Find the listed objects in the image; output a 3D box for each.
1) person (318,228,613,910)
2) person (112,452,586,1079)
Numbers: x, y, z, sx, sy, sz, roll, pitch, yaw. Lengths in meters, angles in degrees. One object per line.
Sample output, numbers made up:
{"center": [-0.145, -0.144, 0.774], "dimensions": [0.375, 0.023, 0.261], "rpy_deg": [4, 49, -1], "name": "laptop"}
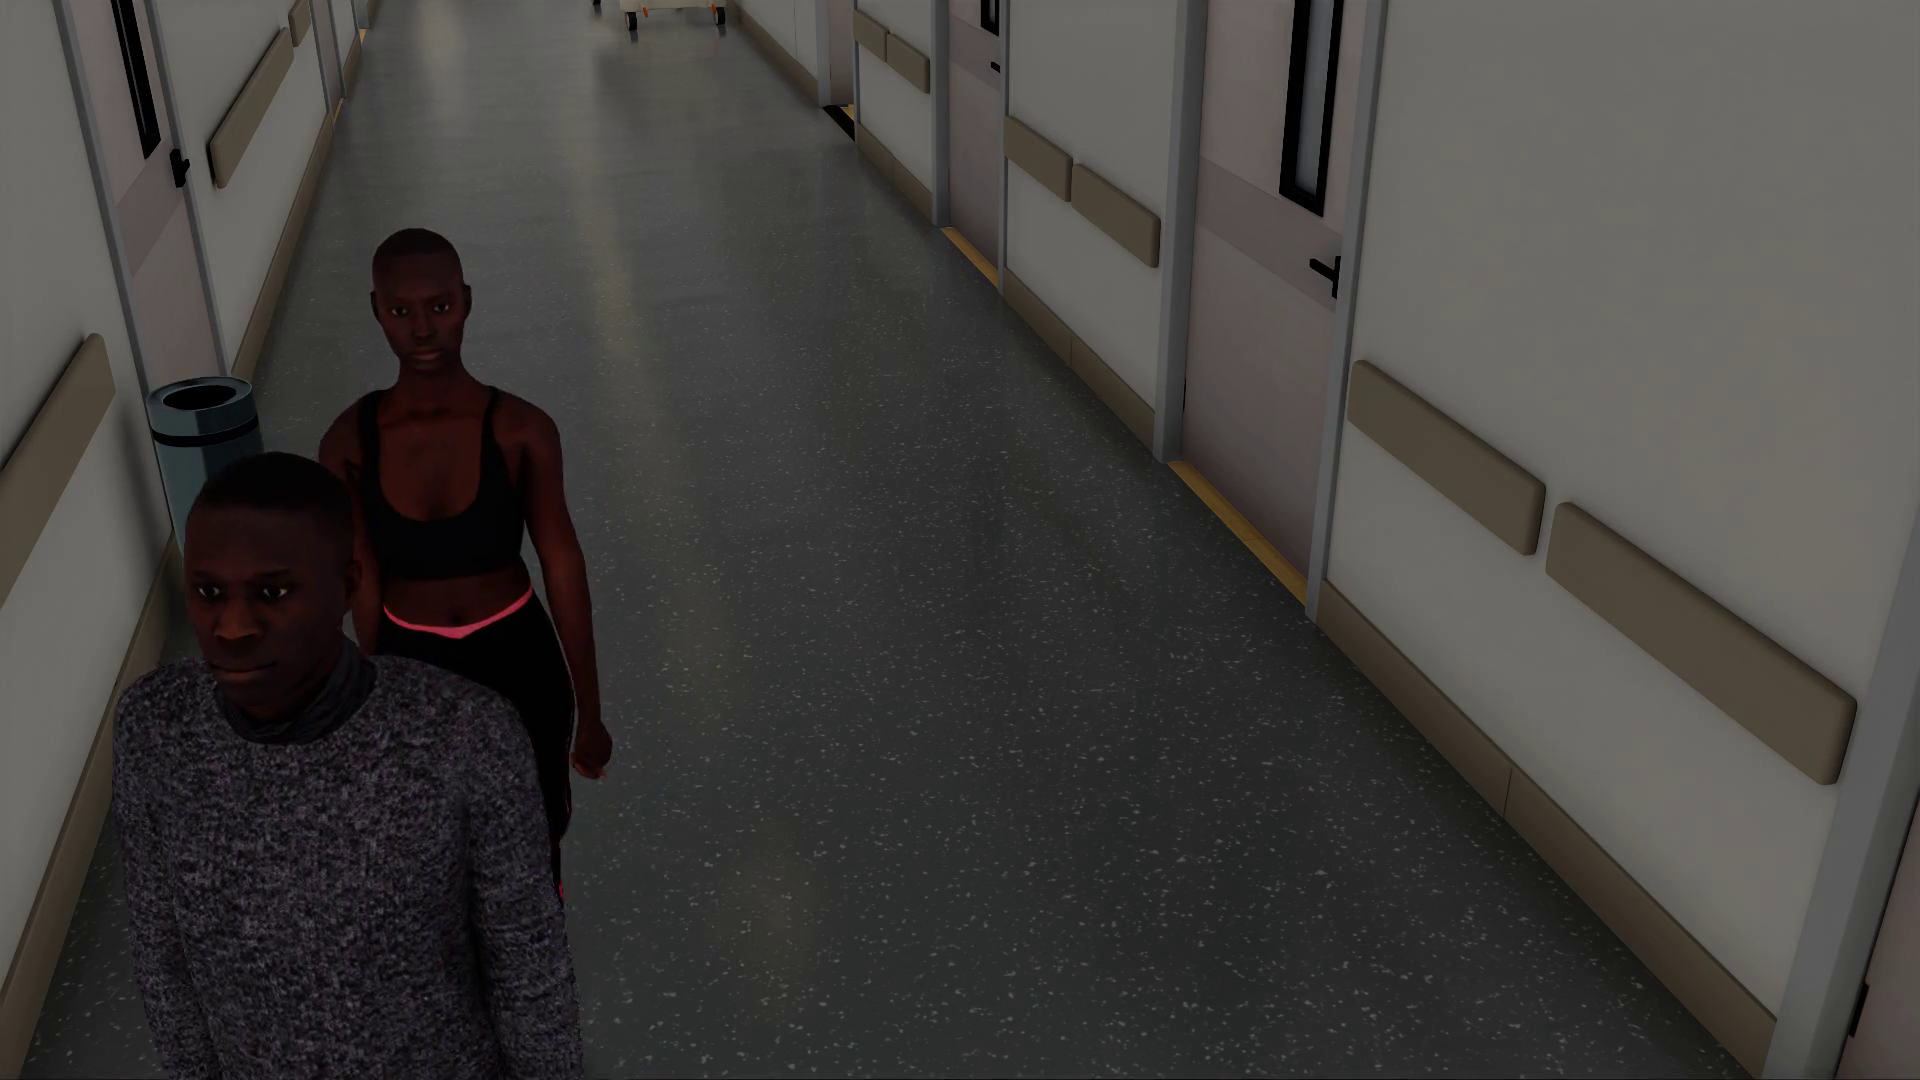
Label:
{"center": [-0.917, 0.258, 3.219], "dimensions": [1.105, 1.724, 0.690], "rpy_deg": [-6, 26, -12], "name": "person"}
{"center": [-0.710, 0.705, 2.179], "dimensions": [0.881, 1.821, 0.881], "rpy_deg": [0, 26, -1], "name": "person"}
